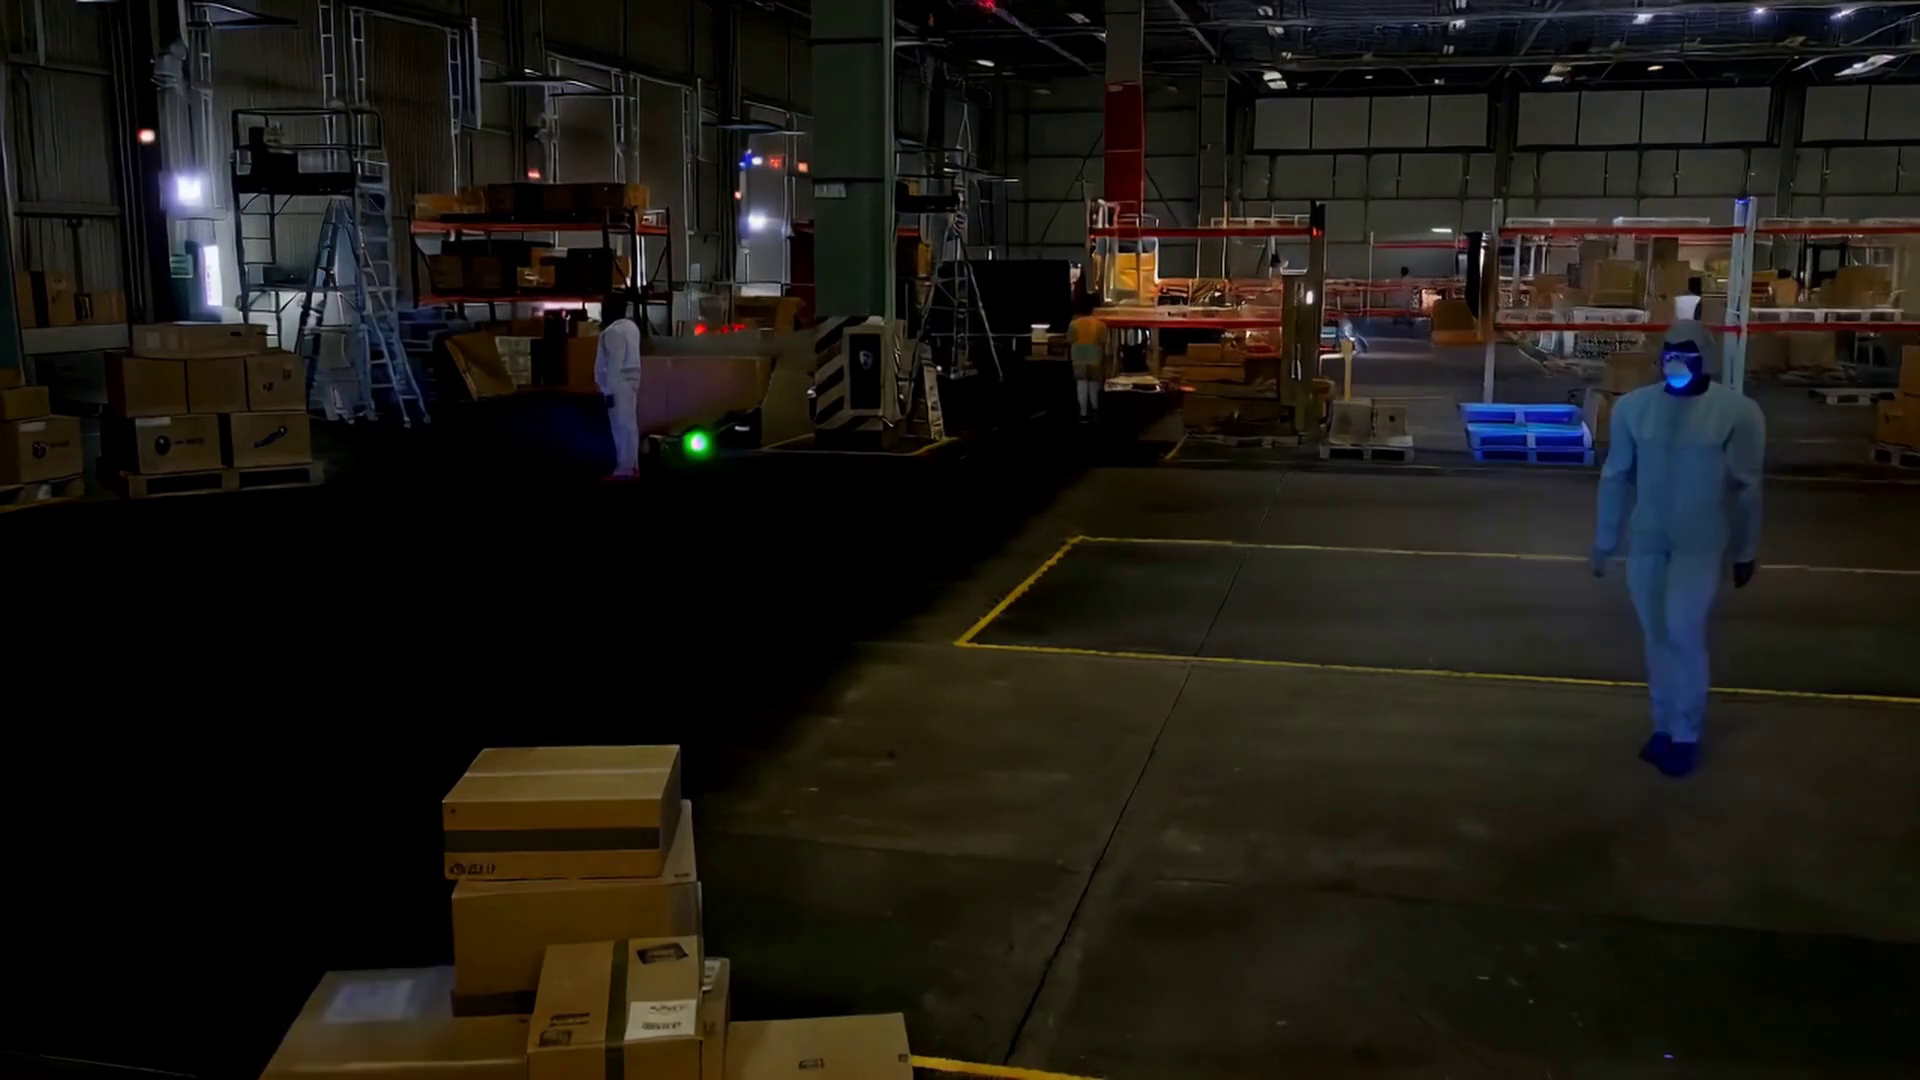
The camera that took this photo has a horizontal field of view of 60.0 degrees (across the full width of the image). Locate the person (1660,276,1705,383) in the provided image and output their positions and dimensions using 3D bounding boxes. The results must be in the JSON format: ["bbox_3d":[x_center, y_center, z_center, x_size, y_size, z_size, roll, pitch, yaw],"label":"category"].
[{"bbox_3d":[11.822,-3.360,27.134,0.875,1.892,0.602,-3,10,-15],"label":"person"}]

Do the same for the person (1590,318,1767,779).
[{"bbox_3d":[2.995,0.034,7.033,0.682,1.915,0.626,-9,13,-44],"label":"person"}]

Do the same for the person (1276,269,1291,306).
[{"bbox_3d":[8.684,-6.292,44.384,1.010,1.879,0.569,-9,13,-43],"label":"person"}]

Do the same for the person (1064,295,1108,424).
[{"bbox_3d":[1.649,-2.368,21.860,0.544,1.679,0.531,-1,10,-8],"label":"person"}]

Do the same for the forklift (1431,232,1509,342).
[{"bbox_3d":[13.182,-6.527,42.836,1.873,2.768,1.129,2,10,14],"label":"forklift"}]

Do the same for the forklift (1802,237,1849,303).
[{"bbox_3d":[27.372,-8.164,52.473,1.129,2.768,1.873,2,10,14],"label":"forklift"}]

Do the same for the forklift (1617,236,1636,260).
[{"bbox_3d":[20.445,-7.957,51.256,1.873,2.768,1.129,5,11,29],"label":"forklift"}]

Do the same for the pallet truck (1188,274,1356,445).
[{"bbox_3d":[3.653,-2.138,19.590,1.885,1.965,0.823,-4,10,-20],"label":"pallet truck"}]

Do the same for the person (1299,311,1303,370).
[{"bbox_3d":[6.751,-4.127,32.066,0.485,1.739,0.320,-8,13,-41],"label":"person"}]

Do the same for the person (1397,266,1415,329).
[{"bbox_3d":[13.646,-7.423,50.936,0.462,1.923,0.645,5,11,28],"label":"person"}]

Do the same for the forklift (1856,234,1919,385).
[{"bbox_3d":[16.302,-4.033,28.148,1.873,2.768,1.129,2,10,14],"label":"forklift"}]

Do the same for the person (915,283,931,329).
[{"bbox_3d":[-1.092,-7.376,50.640,0.544,1.930,0.388,-5,11,-26],"label":"person"}]

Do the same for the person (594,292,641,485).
[{"bbox_3d":[-3.289,-1.449,15.989,0.430,1.843,0.626,1,10,7],"label":"person"}]

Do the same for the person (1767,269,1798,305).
[{"bbox_3d":[19.916,-5.606,40.317,0.639,1.898,0.943,4,10,22],"label":"person"}]

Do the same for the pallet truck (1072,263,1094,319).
[{"bbox_3d":[4.325,-8.180,55.162,0.823,1.965,1.885,6,11,31],"label":"pallet truck"}]
